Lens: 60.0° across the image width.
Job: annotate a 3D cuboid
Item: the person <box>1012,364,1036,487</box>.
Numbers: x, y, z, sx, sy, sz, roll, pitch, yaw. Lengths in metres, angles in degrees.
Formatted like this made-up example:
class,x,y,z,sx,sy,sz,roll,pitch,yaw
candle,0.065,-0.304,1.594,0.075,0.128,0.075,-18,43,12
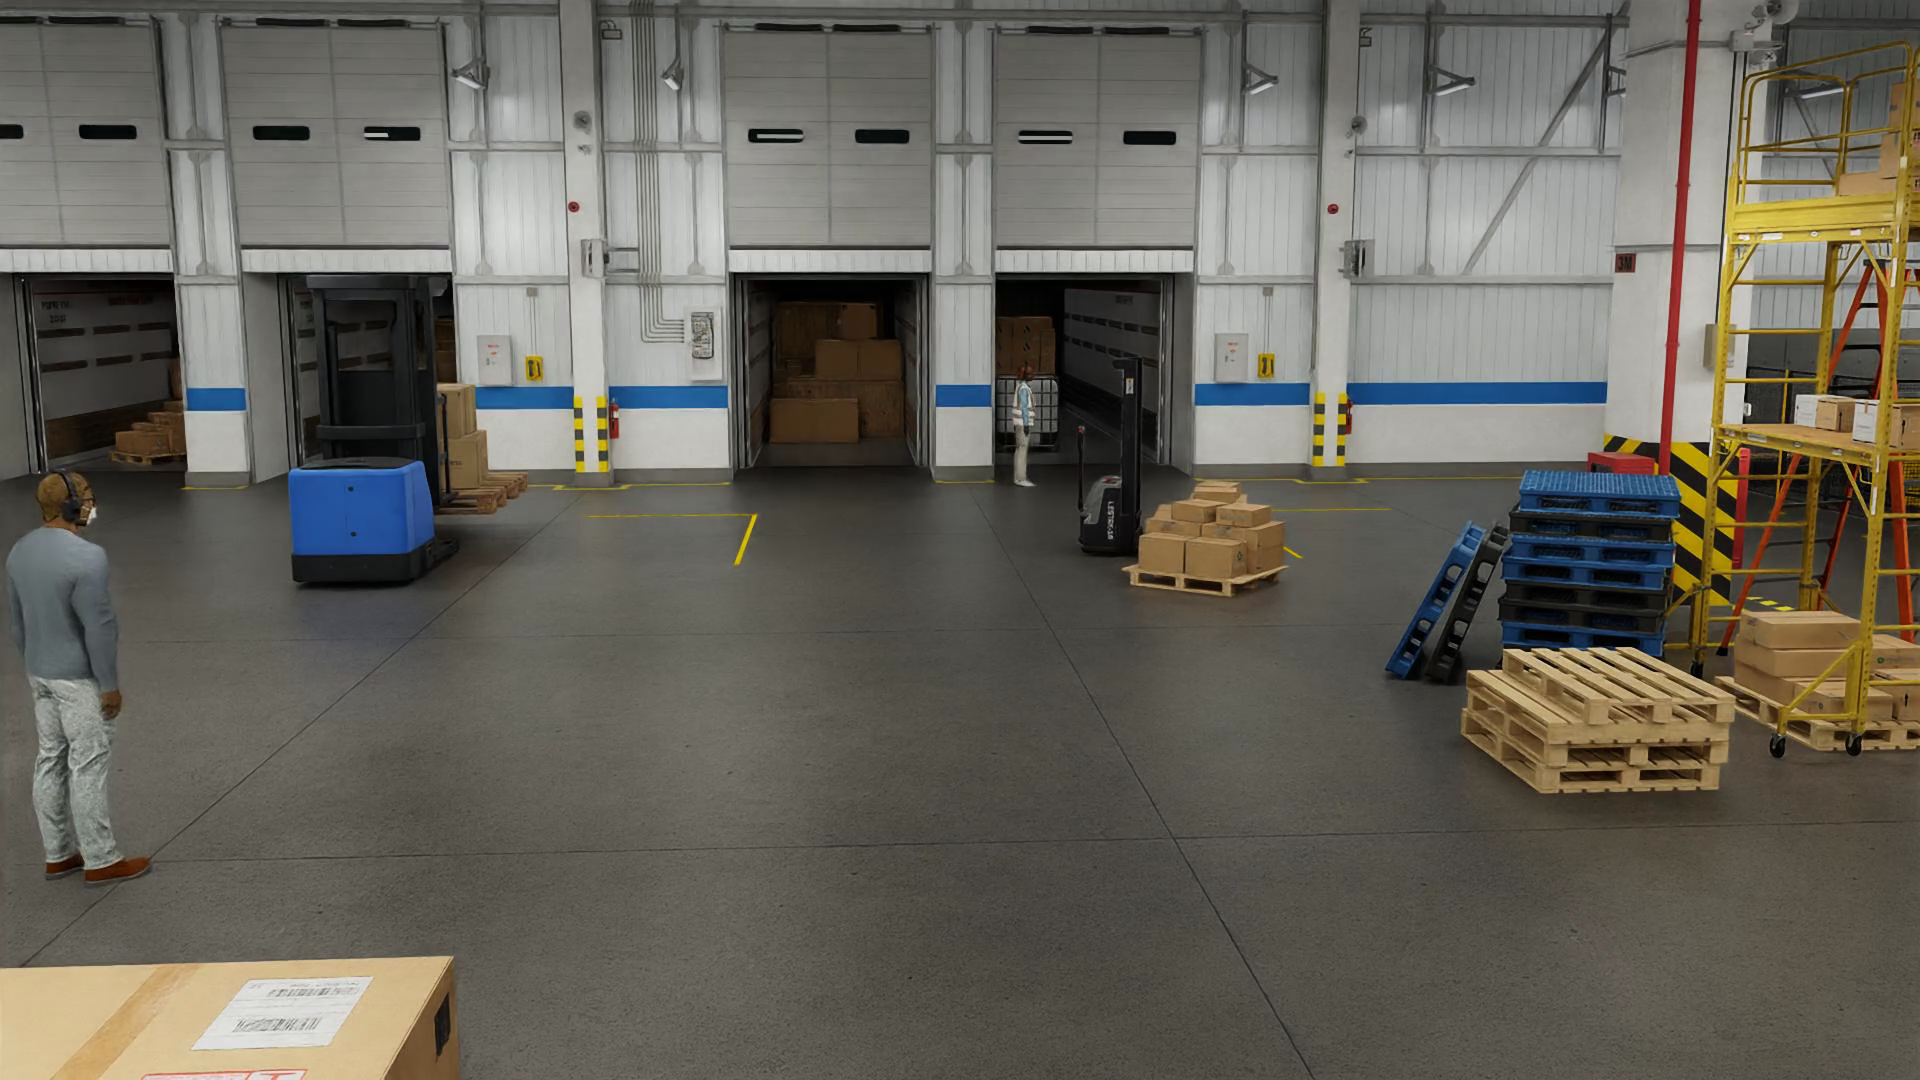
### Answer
class,x,y,z,sx,sy,sz,roll,pitch,yaw
person,0.857,-1.532,22.259,0.310,1.636,0.523,0,9,-3

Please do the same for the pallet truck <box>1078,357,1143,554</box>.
class,x,y,z,sx,sy,sz,roll,pitch,yaw
pallet truck,2.088,-0.836,16.757,1.885,1.965,0.823,2,9,13

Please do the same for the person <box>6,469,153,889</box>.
class,x,y,z,sx,sy,sz,roll,pitch,yaw
person,-4.105,0.638,7.692,0.629,1.940,0.376,5,10,28

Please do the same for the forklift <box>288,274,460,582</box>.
class,x,y,z,sx,sy,sz,roll,pitch,yaw
forklift,-5.554,-1.101,15.662,1.129,2.768,1.873,-1,9,-4
